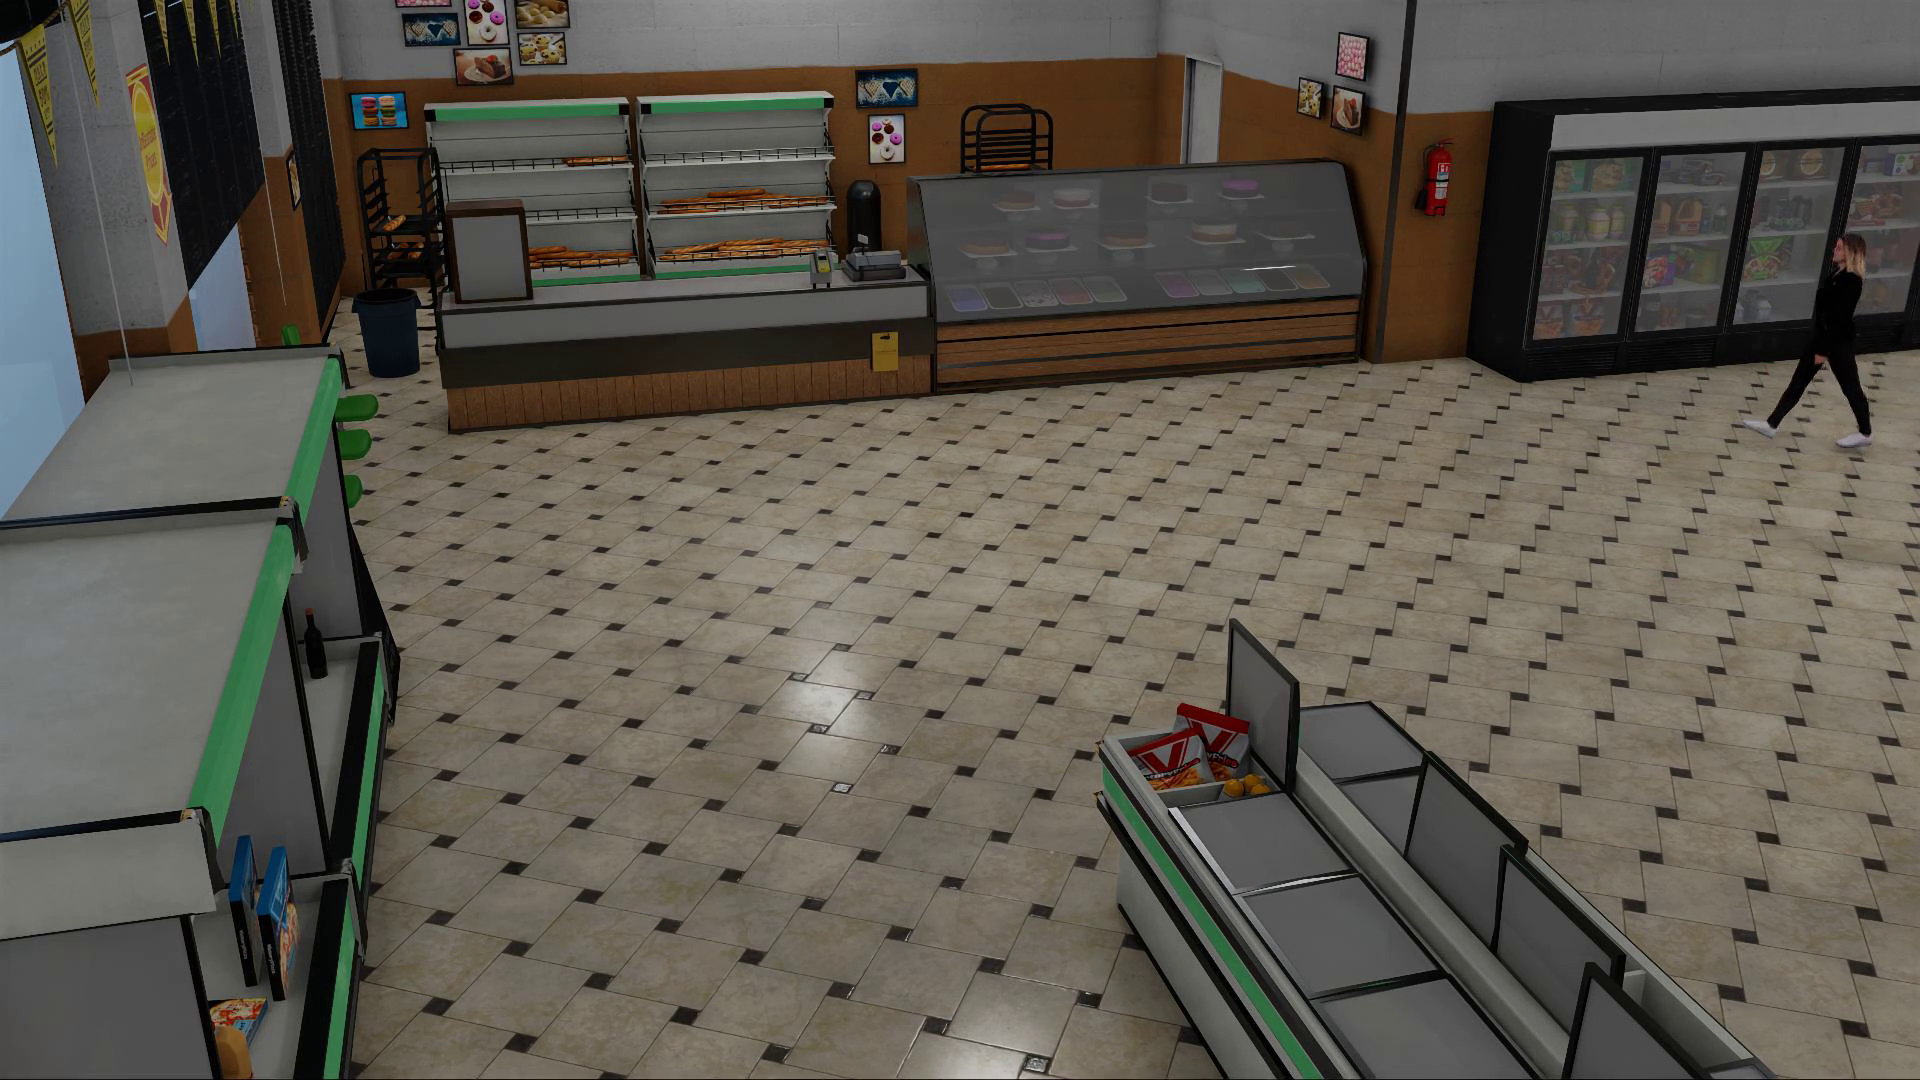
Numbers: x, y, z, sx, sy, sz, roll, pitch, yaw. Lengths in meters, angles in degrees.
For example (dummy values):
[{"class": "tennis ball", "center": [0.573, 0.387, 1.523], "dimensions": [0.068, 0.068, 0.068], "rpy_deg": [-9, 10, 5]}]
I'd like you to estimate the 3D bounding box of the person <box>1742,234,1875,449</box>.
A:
[{"class": "person", "center": [6.714, -1.447, 12.573], "dimensions": [1.076, 1.636, 1.208], "rpy_deg": [5, 22, 12]}]
